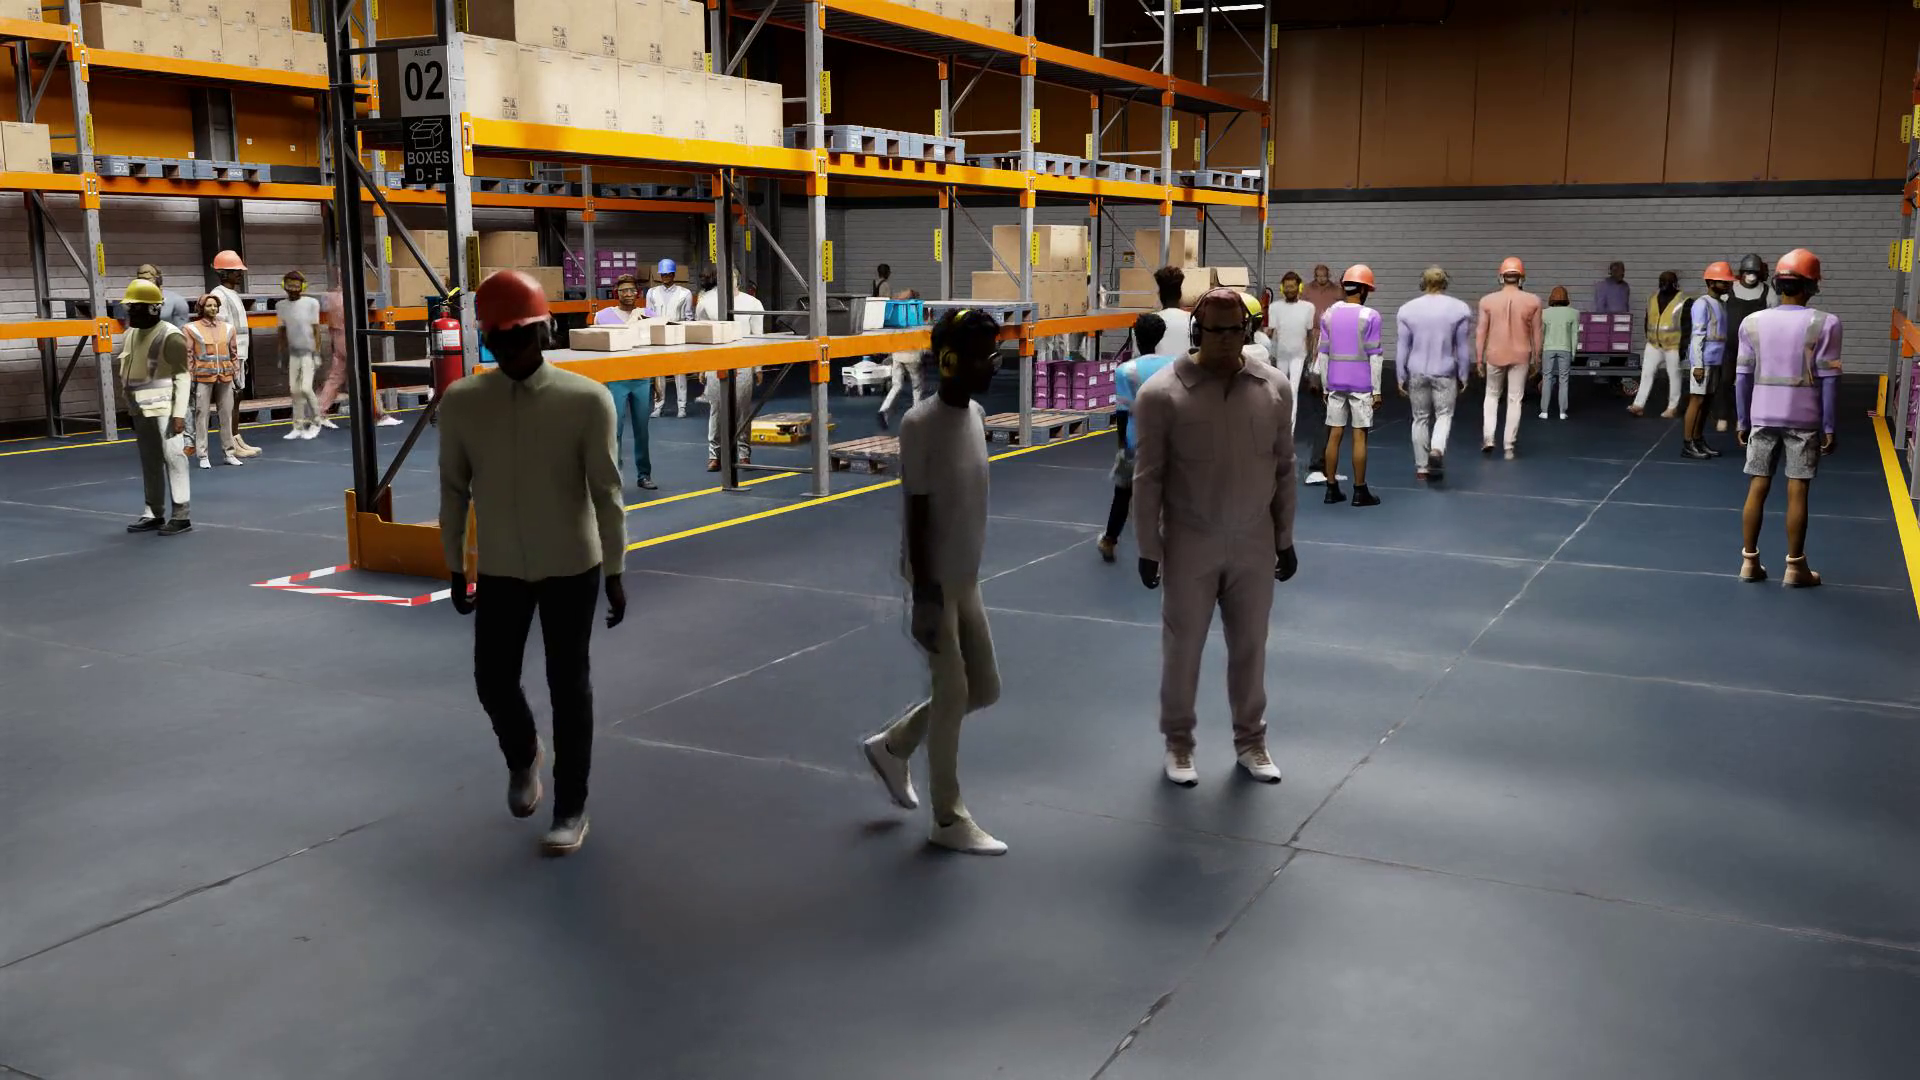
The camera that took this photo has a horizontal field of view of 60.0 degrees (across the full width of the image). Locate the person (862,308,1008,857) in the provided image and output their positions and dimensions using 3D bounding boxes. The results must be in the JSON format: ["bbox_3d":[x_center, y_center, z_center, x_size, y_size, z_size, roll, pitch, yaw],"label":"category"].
[{"bbox_3d":[-0.090,0.142,5.625,0.539,1.847,0.510,6,11,31],"label":"person"}]

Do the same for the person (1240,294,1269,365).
[{"bbox_3d":[1.781,-0.668,10.538,0.310,1.769,0.525,6,11,30],"label":"person"}]

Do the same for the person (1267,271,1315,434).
[{"bbox_3d":[3.527,-1.953,17.777,0.523,1.843,0.815,3,10,18],"label":"person"}]

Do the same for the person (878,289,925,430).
[{"bbox_3d":[-0.634,-2.058,19.027,0.519,1.614,0.706,7,12,36],"label":"person"}]

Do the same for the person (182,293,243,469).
[{"bbox_3d":[-7.059,-1.501,15.715,0.307,1.645,0.514,9,13,41],"label":"person"}]

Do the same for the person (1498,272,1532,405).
[{"bbox_3d":[7.333,-2.700,22.106,0.403,1.832,0.594,-9,13,-42],"label":"person"}]

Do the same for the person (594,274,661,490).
[{"bbox_3d":[-2.828,-1.338,14.196,0.565,1.843,0.390,-5,11,-27],"label":"person"}]

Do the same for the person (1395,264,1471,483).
[{"bbox_3d":[4.098,-1.427,14.470,0.643,1.925,0.562,3,10,19],"label":"person"}]

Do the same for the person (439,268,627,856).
[{"bbox_3d":[-1.438,0.079,5.611,0.642,1.972,0.510,-1,10,-3],"label":"person"}]

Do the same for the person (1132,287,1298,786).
[{"bbox_3d":[0.979,-0.005,6.337,0.652,1.896,0.401,-2,10,-12],"label":"person"}]

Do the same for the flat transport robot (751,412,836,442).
[{"bbox_3d":[-1.900,-1.243,18.191,0.652,0.197,1.431,3,10,15],"label":"flat transport robot"}]

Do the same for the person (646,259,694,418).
[{"bbox_3d":[-3.567,-2.463,20.405,0.601,1.948,0.386,0,10,3],"label":"person"}]

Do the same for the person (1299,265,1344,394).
[{"bbox_3d":[5.226,-3.032,24.007,0.727,1.839,1.012,1,10,8],"label":"person"}]

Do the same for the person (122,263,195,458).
[{"bbox_3d":[-7.883,-1.749,16.362,0.646,1.927,0.388,-1,10,-3],"label":"person"}]

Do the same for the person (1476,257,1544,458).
[{"bbox_3d":[5.438,-1.793,16.456,0.639,1.977,0.479,4,11,23],"label":"person"}]

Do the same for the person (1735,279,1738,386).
[{"bbox_3d":[11.872,-3.177,25.450,0.285,1.631,0.501,2,10,9],"label":"person"}]

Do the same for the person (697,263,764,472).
[{"bbox_3d":[-2.127,-1.598,15.419,0.627,1.941,0.372,-1,10,-5],"label":"person"}]

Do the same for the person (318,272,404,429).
[{"bbox_3d":[-7.019,-2.199,19.159,1.013,1.858,0.660,-8,13,-40],"label":"person"}]

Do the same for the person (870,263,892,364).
[{"bbox_3d":[-1.369,-3.962,29.379,0.518,1.844,0.332,9,13,42],"label":"person"}]

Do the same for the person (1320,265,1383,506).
[{"bbox_3d":[3.152,-1.234,13.349,0.543,1.928,0.372,9,13,42],"label":"person"}]

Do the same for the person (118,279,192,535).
[{"bbox_3d":[-5.791,-0.947,11.958,0.592,1.834,0.404,5,11,28],"label":"person"}]

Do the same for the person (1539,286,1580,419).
[{"bbox_3d":[7.300,-2.289,20.347,0.495,1.623,0.302,4,10,20],"label":"person"}]

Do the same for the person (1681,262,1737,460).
[{"bbox_3d":[7.389,-1.761,16.369,0.551,1.935,0.375,-10,14,-44],"label":"person"}]

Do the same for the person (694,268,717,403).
[{"bbox_3d":[-3.425,-2.762,22.516,0.769,1.811,0.653,-8,13,-38],"label":"person"}]

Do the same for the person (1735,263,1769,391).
[{"bbox_3d":[11.526,-3.080,24.162,0.349,1.882,0.577,1,10,5],"label":"person"}]

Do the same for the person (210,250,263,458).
[{"bbox_3d":[-7.183,-1.830,16.464,0.370,2.044,0.608,-2,10,-12],"label":"person"}]

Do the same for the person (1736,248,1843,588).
[{"bbox_3d":[5.017,-0.731,10.094,0.366,2.047,0.608,-9,13,-42],"label":"person"}]

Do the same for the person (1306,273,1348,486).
[{"bbox_3d":[3.276,-1.415,14.560,0.443,1.873,0.734,3,10,17],"label":"person"}]

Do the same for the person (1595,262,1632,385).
[{"bbox_3d":[10.026,-3.297,25.397,0.677,1.879,0.728,-4,11,-23],"label":"person"}]

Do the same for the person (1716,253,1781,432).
[{"bbox_3d":[8.786,-2.201,18.615,0.714,2.000,0.735,4,10,20],"label":"person"}]

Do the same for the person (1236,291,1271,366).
[{"bbox_3d":[2.127,-1.033,12.743,0.515,1.726,0.391,3,10,16],"label":"person"}]

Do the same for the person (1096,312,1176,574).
[{"bbox_3d":[1.179,-0.620,10.625,0.527,1.643,0.866,-3,10,-16],"label":"person"}]

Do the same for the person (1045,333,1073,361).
[{"bbox_3d":[1.510,-3.407,25.925,0.585,1.929,0.371,3,10,16],"label":"person"}]

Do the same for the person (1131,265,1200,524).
[{"bbox_3d":[1.558,-1.036,12.186,0.608,1.942,0.742,0,10,1],"label":"person"}]

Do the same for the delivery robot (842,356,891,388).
[{"bbox_3d":[-1.324,-2.354,23.530,0.707,0.478,0.477,-9,13,-42],"label":"delivery robot"}]

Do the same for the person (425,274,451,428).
[{"bbox_3d":[-3.635,-1.030,12.310,0.618,1.883,0.338,-1,10,-7],"label":"person"}]

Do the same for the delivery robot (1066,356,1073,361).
[{"bbox_3d":[1.552,-2.370,23.623,0.707,0.478,0.477,0,10,1],"label":"delivery robot"}]

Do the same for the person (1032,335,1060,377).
[{"bbox_3d":[1.404,-3.623,27.065,0.830,1.959,0.635,3,10,17],"label":"person"}]

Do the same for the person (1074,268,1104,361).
[{"bbox_3d":[2.049,-3.487,26.499,0.620,1.892,0.703,6,11,31],"label":"person"}]

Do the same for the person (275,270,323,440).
[{"bbox_3d":[-7.092,-1.982,17.930,0.592,1.836,0.485,1,10,8],"label":"person"}]

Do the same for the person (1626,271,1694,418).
[{"bbox_3d":[8.537,-2.354,20.220,0.992,1.787,0.650,-8,13,-40],"label":"person"}]
